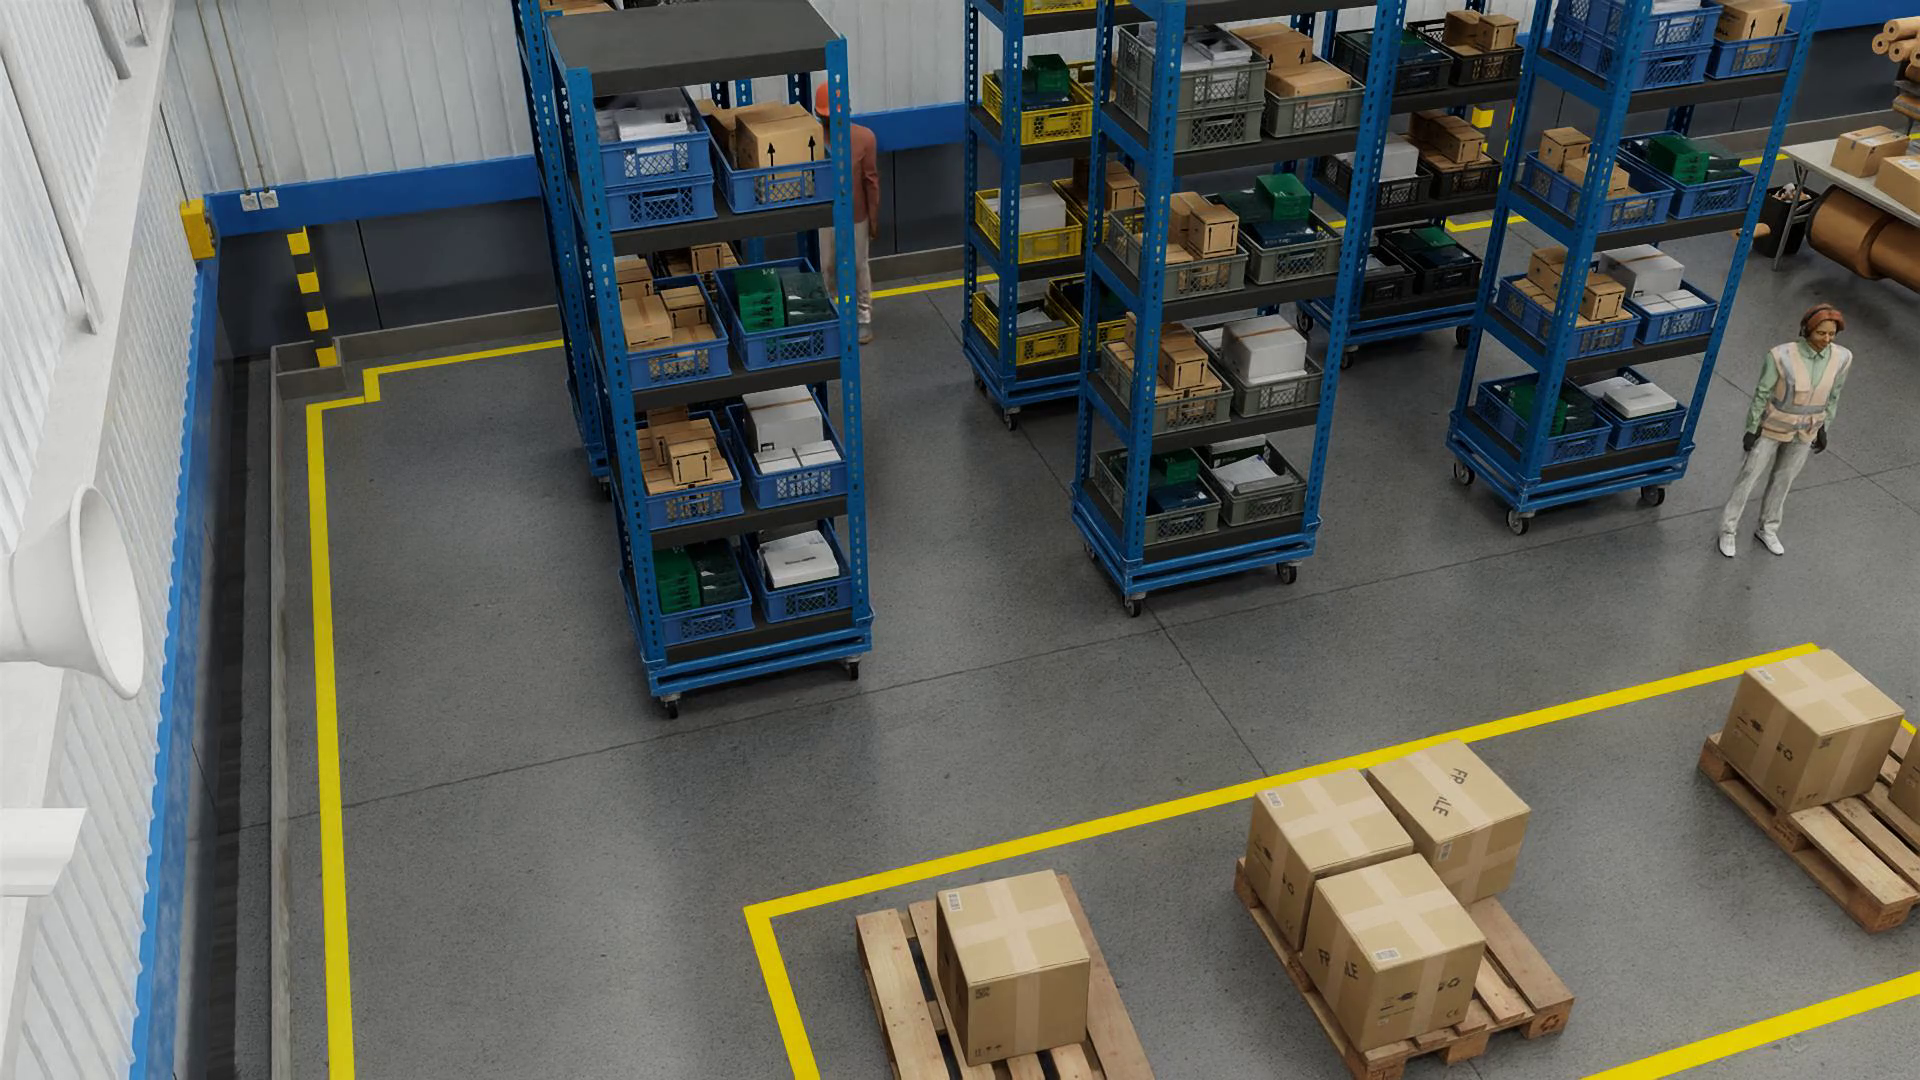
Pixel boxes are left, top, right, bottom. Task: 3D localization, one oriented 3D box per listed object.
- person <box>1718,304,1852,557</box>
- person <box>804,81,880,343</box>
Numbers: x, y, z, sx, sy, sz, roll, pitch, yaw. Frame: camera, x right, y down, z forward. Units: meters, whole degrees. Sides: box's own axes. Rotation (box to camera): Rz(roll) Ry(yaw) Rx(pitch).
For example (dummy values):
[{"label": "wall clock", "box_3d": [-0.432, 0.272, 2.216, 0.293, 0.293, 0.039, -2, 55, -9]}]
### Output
[{"label": "person", "box_3d": [4.840, -0.636, 9.755, 0.517, 1.638, 0.308, -2, 35, -3]}, {"label": "person", "box_3d": [-0.871, -2.311, 11.841, 0.608, 1.985, 0.426, -1, 35, -2]}]
